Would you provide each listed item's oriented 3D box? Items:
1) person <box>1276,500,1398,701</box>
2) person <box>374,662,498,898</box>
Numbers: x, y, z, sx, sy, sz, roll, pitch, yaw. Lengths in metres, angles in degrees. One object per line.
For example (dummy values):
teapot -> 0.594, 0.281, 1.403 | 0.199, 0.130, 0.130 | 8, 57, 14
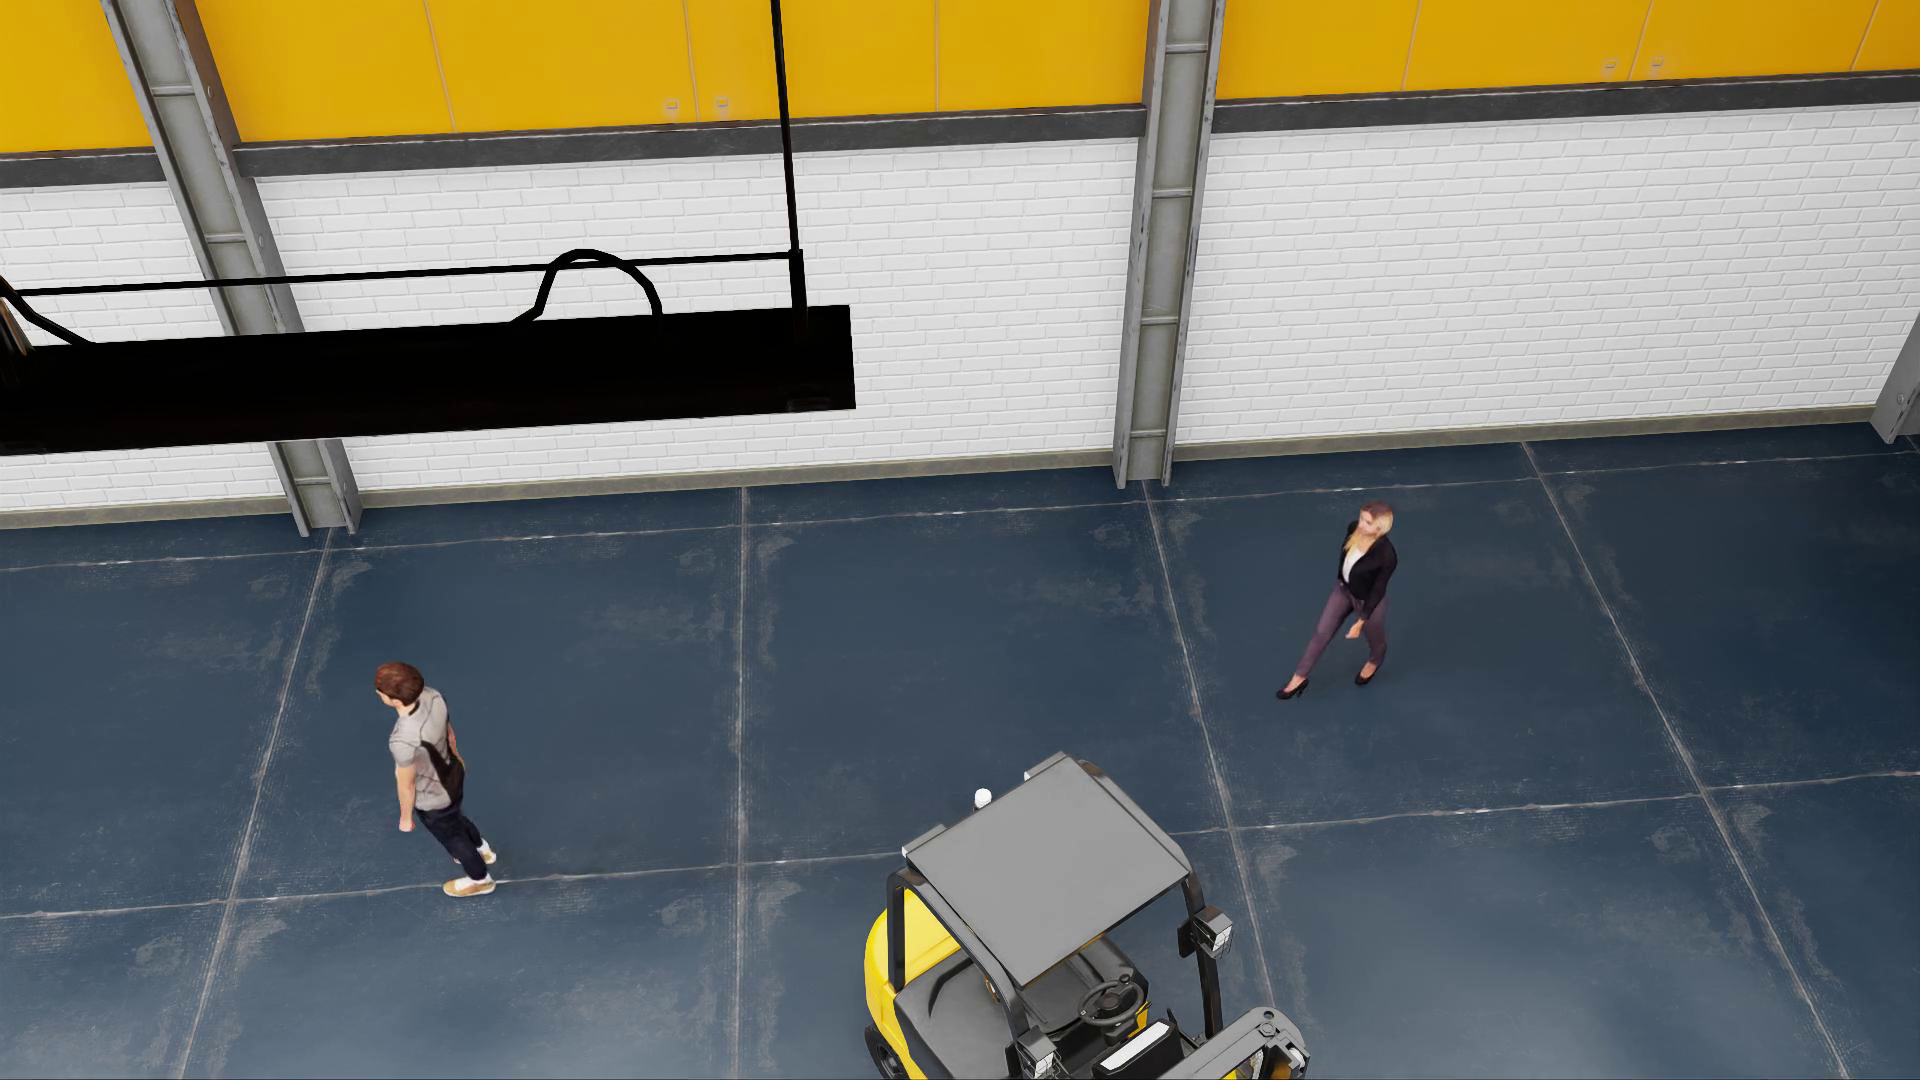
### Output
person -> 2.603, 0.373, 10.487 | 1.115, 1.636, 0.894 | -23, 48, -22
person -> -2.831, 1.366, 9.268 | 0.638, 1.879, 0.675 | 0, 44, 0
